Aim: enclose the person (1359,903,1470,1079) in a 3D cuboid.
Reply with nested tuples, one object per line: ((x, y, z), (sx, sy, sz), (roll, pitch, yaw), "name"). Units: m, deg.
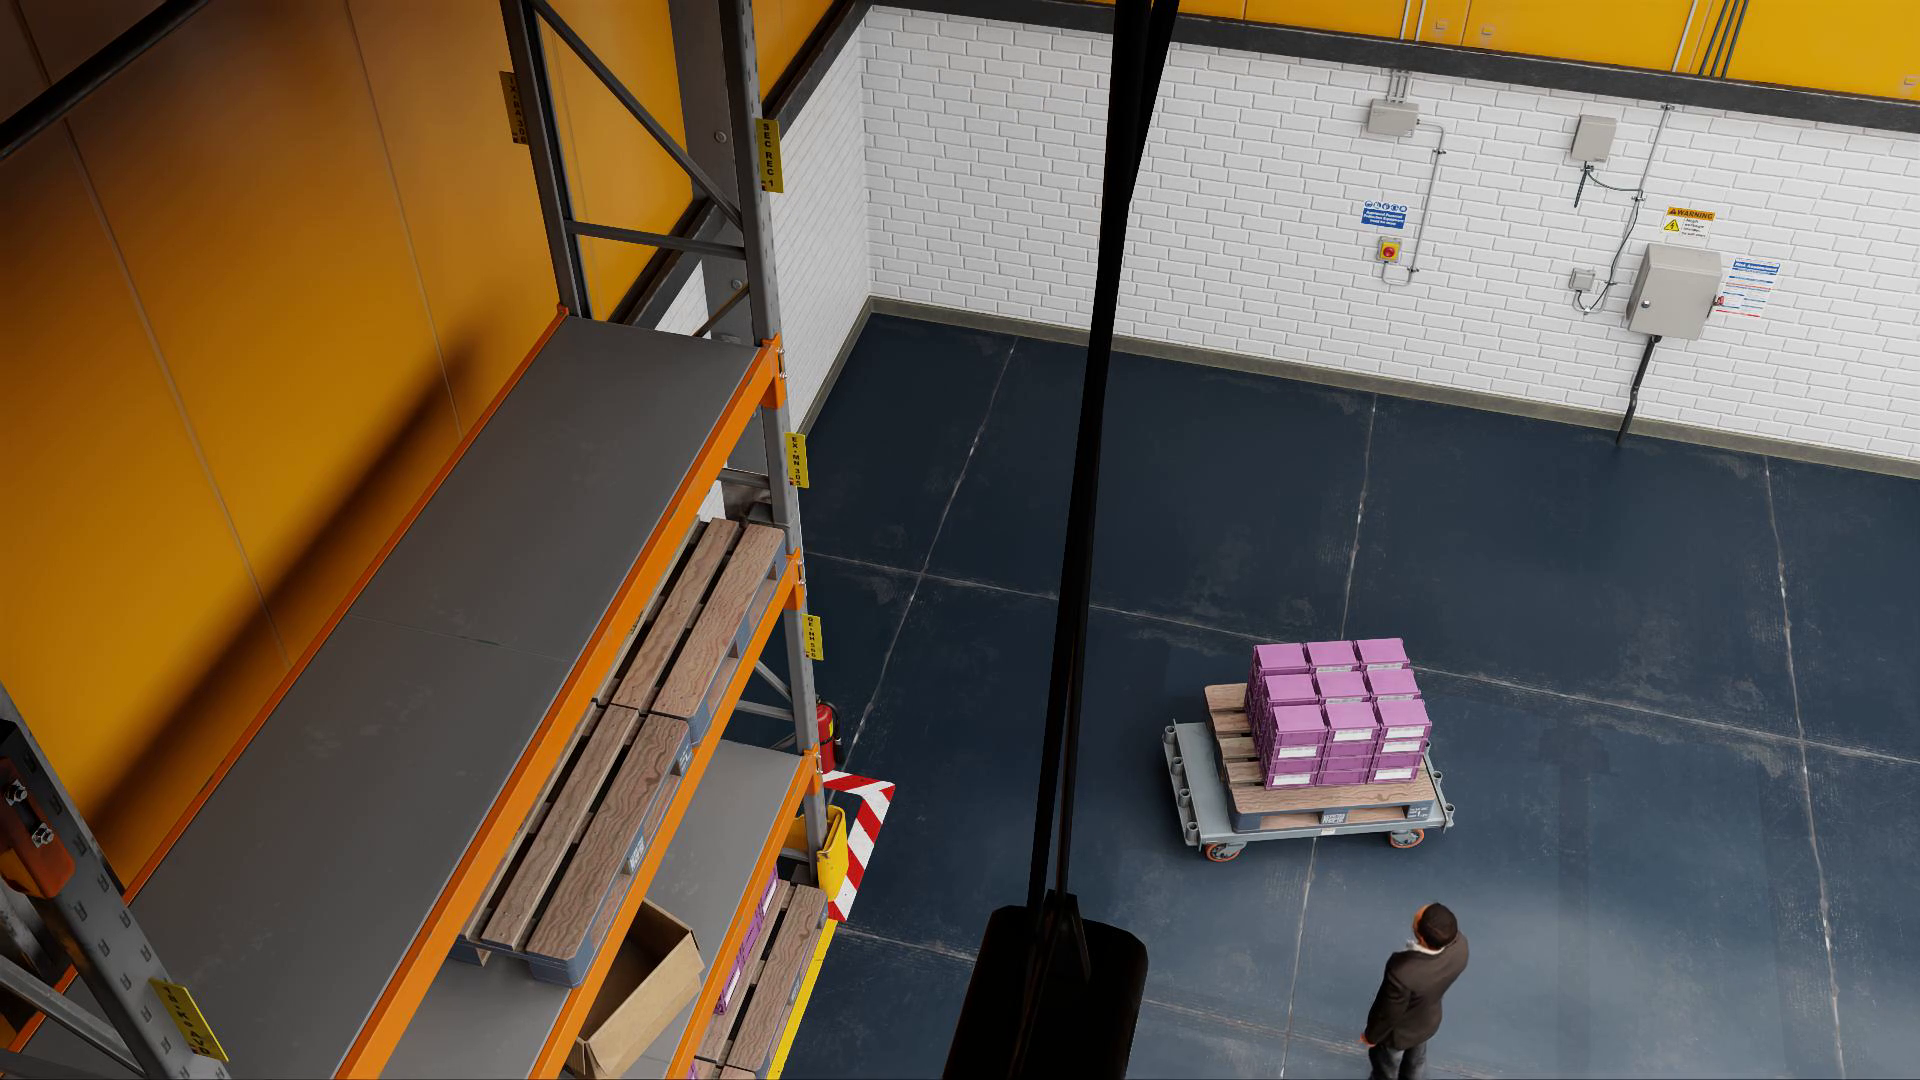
((2.277, 2.410, 8.441), (0.722, 1.804, 0.801), (-24, 49, -23), "person")
